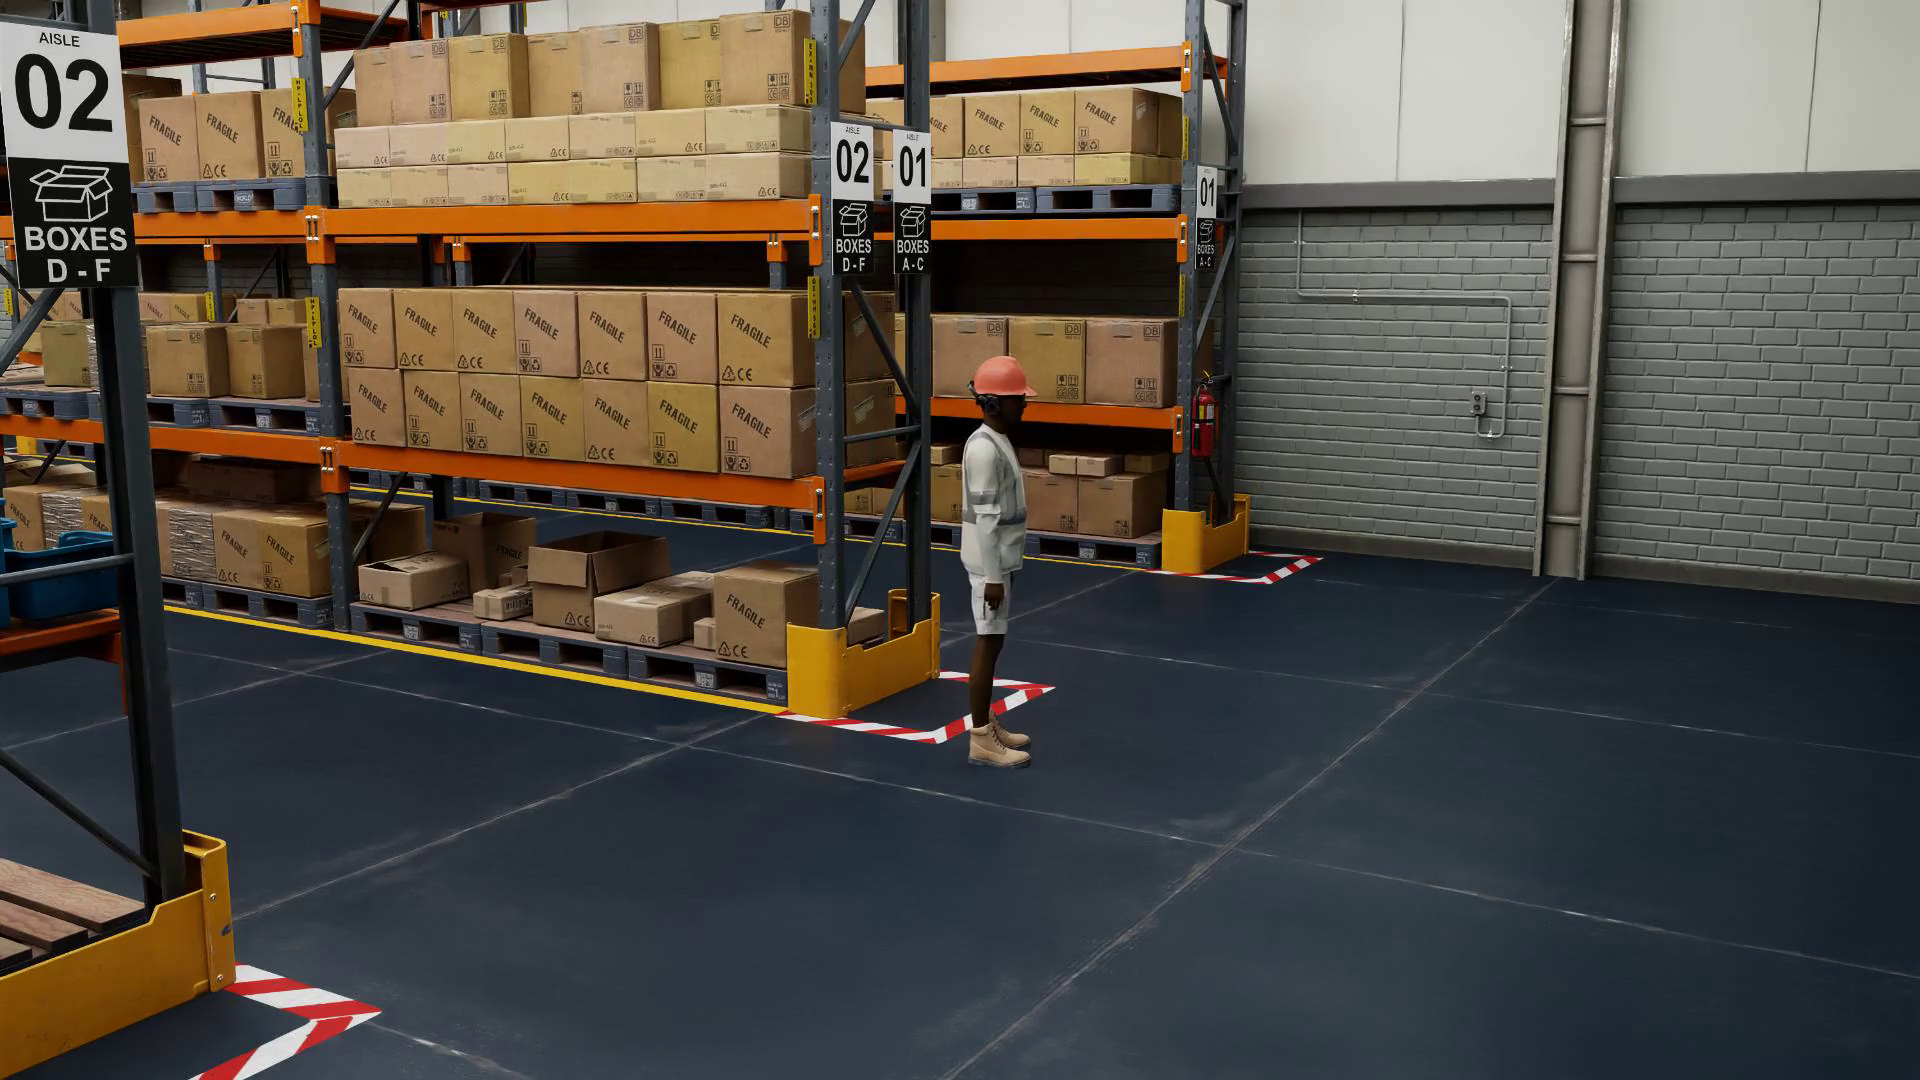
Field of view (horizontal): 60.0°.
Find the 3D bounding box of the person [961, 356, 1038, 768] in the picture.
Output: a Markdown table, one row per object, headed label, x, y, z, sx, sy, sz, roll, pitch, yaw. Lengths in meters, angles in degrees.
| label | x | y | z | sx | sy | sz | roll | pitch | yaw |
| --- | --- | --- | --- | --- | --- | --- | --- | --- | --- |
| person | 0.194 | 0.106 | 8.312 | 0.375 | 2.043 | 0.611 | 1 | 10 | 4 |
